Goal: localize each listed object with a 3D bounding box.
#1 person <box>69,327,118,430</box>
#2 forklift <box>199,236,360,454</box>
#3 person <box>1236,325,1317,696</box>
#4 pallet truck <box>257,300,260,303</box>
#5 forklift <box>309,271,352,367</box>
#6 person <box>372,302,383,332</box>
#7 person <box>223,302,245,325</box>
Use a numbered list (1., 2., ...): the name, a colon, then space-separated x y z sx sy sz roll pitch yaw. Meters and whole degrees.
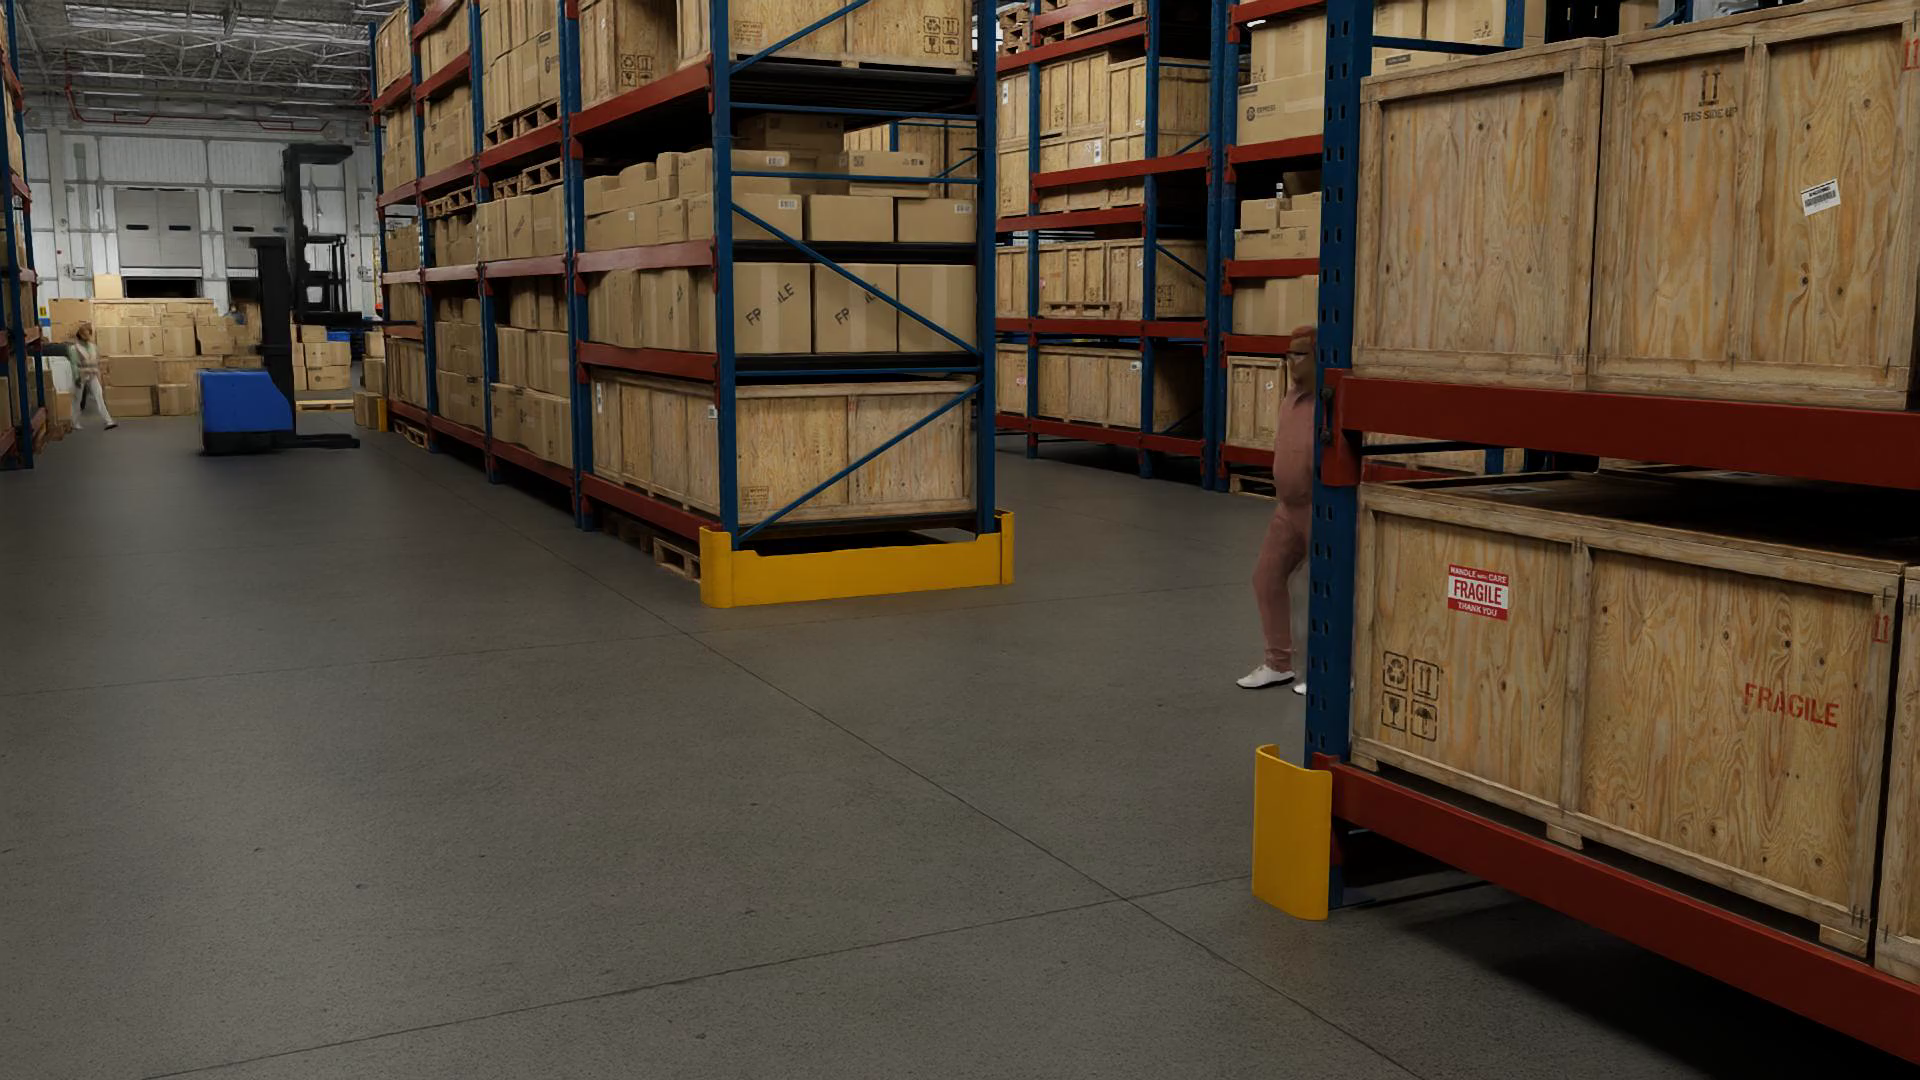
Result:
1. person: -13.388 -2.464 25.511 0.878 1.580 0.528 4 9 26
2. forklift: -9.043 -2.591 21.954 1.873 2.768 1.129 -4 9 -26
3. person: 1.693 -0.132 8.394 0.689 1.883 0.680 -3 9 -19
4. pallet truck: -23.913 -7.404 58.171 1.885 1.965 0.823 -1 8 -9
5. forklift: -18.442 -6.309 47.594 1.873 2.768 1.129 6 10 36
6. person: -14.528 -4.991 41.736 0.361 1.940 0.543 0 8 -2
7. person: -20.627 -5.802 47.356 0.639 1.932 0.364 -3 9 -18
